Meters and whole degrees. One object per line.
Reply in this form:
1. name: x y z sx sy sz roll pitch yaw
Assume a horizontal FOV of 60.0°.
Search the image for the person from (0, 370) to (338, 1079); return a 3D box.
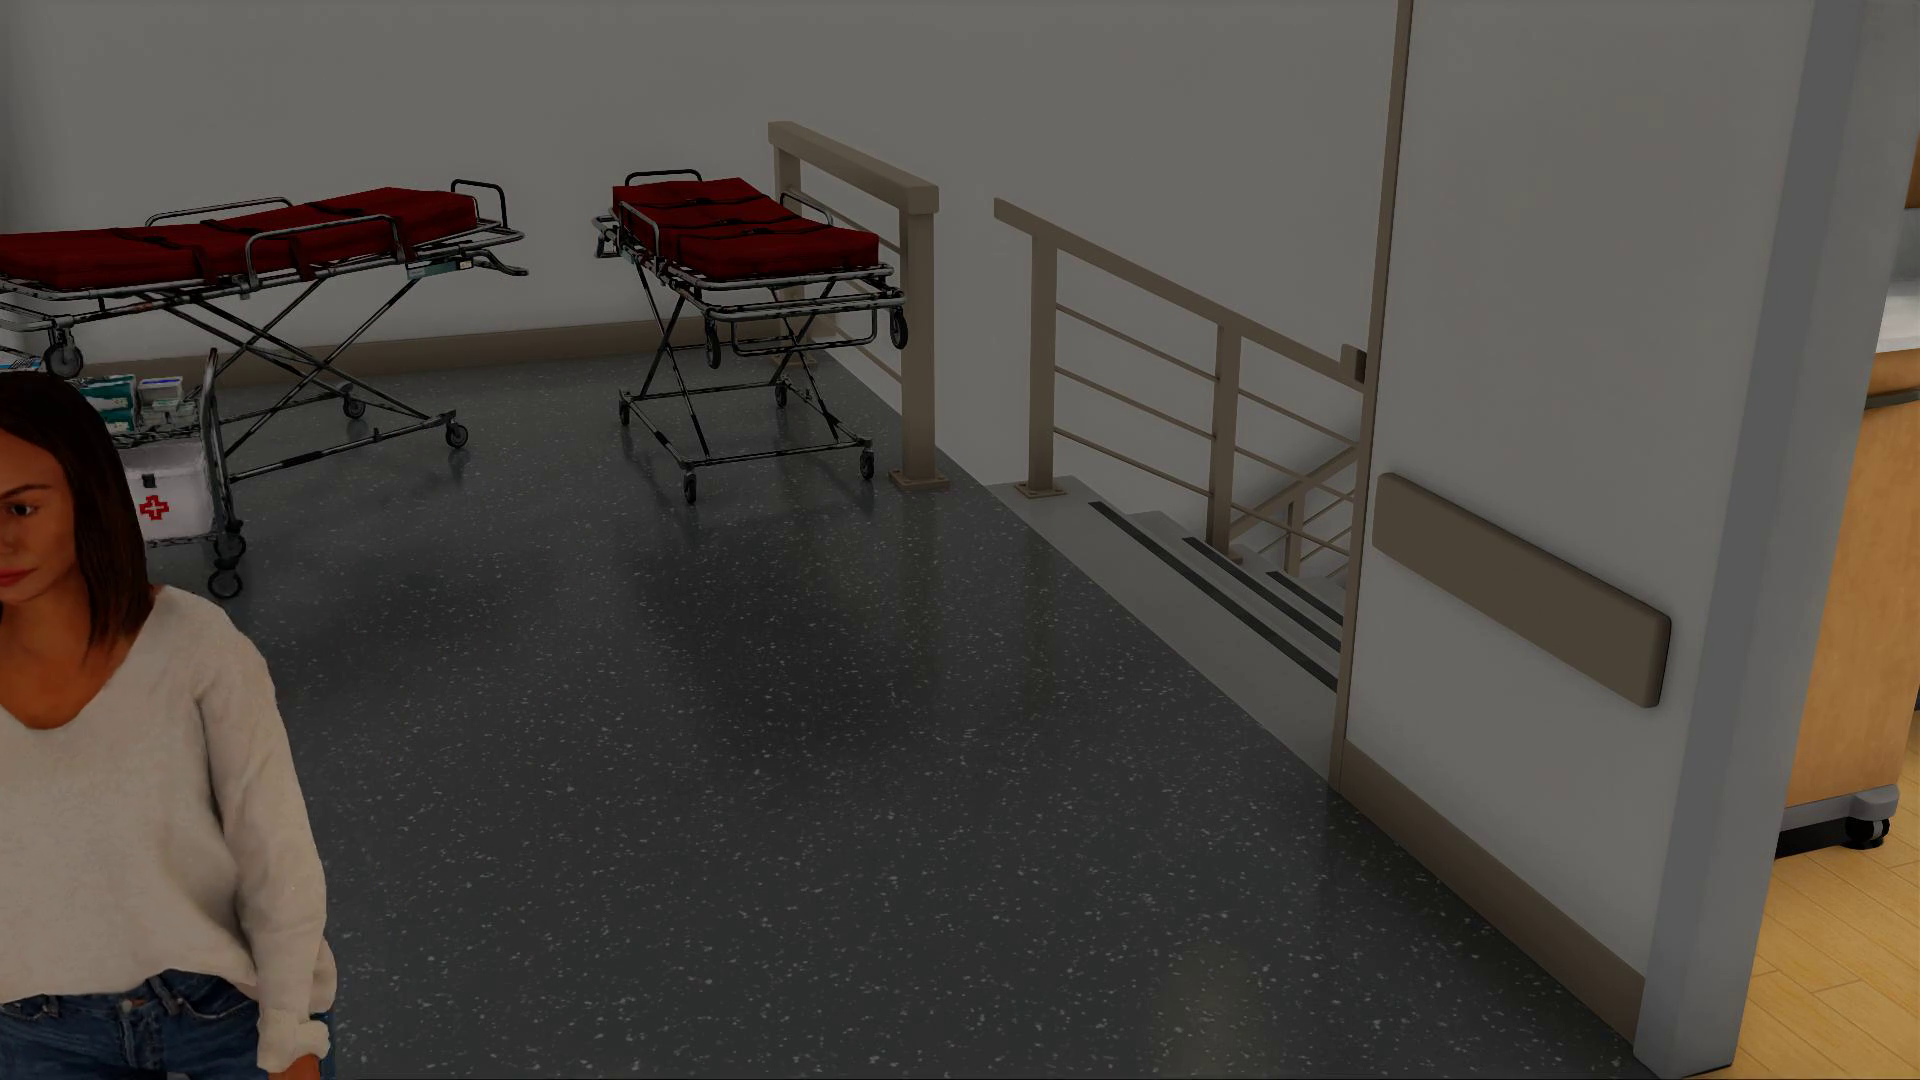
1. person: -1.005 0.579 2.170 0.760 1.643 1.075 -3 21 -8
